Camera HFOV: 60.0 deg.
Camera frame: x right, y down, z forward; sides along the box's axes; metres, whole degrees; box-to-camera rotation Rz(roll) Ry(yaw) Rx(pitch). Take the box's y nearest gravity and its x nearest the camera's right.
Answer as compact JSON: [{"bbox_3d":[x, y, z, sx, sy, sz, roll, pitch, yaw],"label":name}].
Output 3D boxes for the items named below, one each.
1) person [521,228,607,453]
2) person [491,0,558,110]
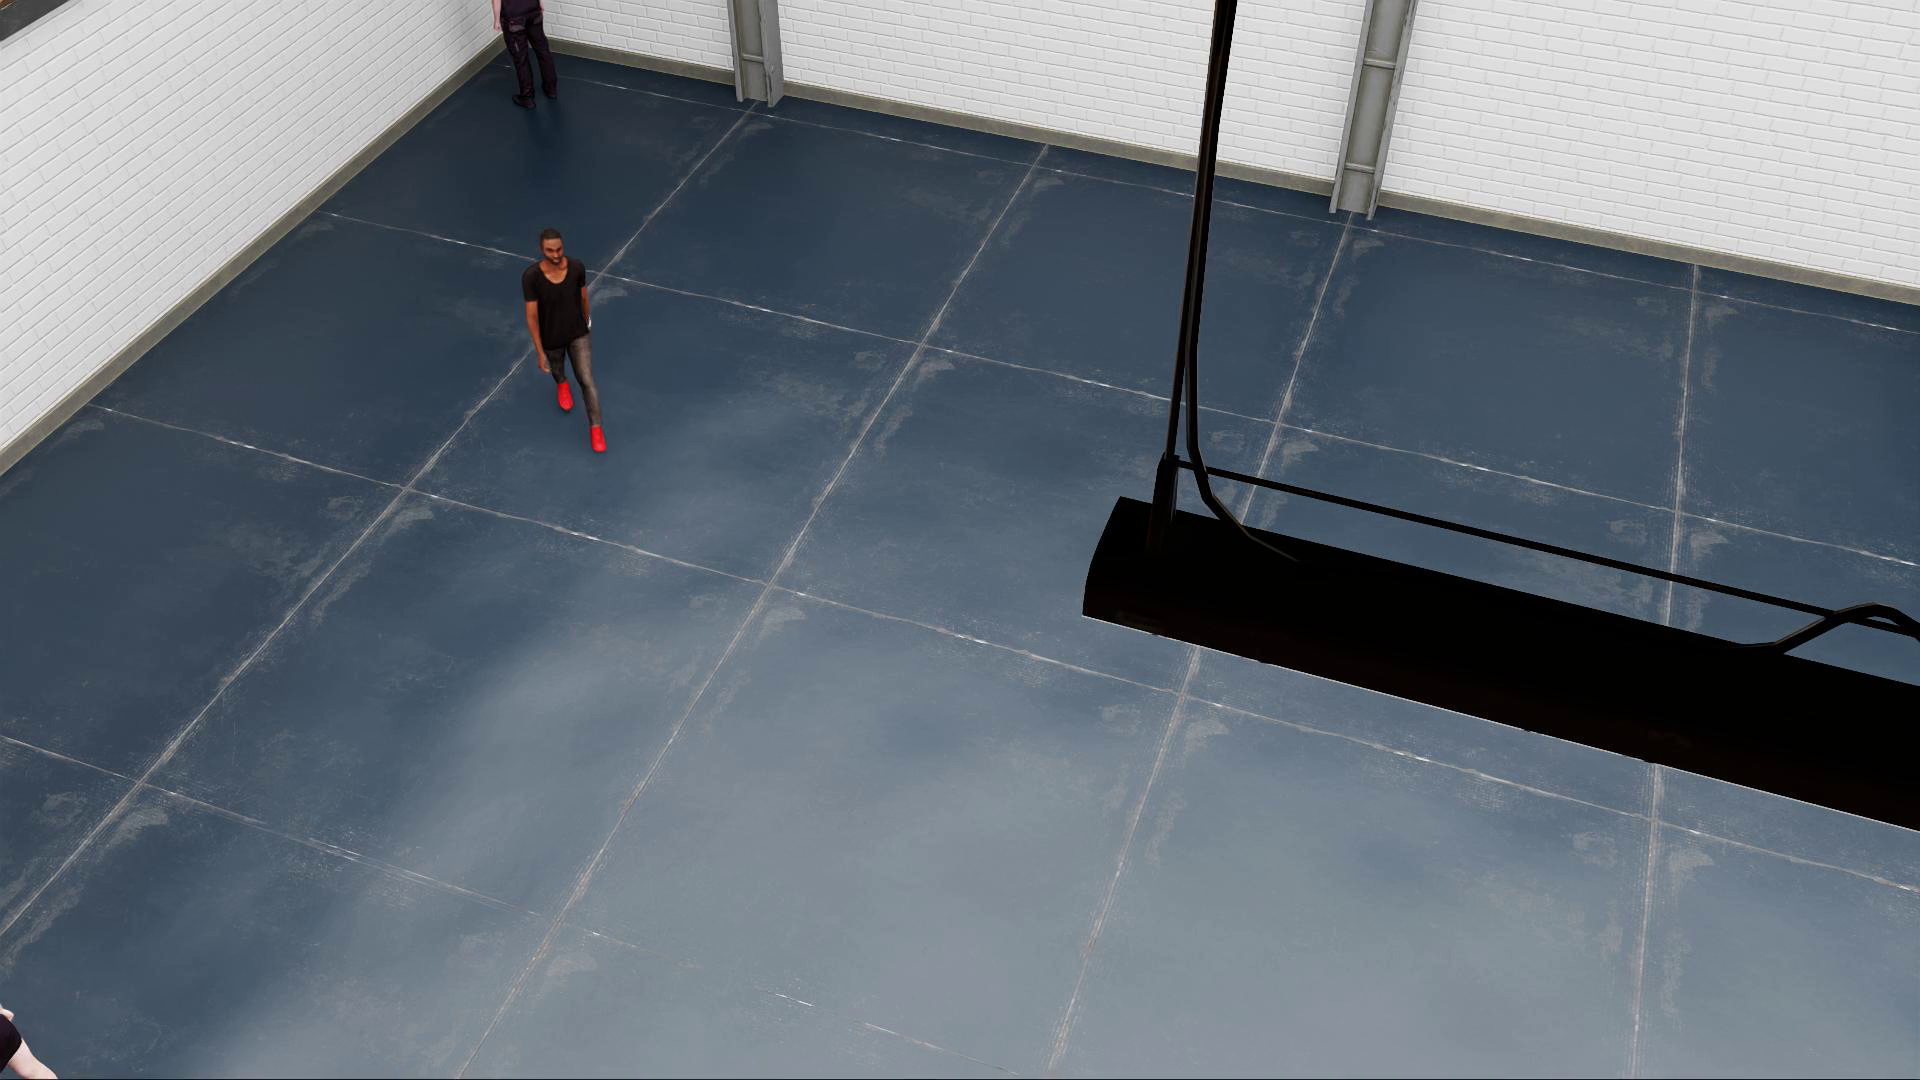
[{"bbox_3d":[-3.016,-1.599,12.508,1.218,1.756,1.212,-14,45,-14],"label":"person"},{"bbox_3d":[-4.256,-5.100,16.119,0.804,1.844,0.775,-32,52,-29],"label":"person"}]
